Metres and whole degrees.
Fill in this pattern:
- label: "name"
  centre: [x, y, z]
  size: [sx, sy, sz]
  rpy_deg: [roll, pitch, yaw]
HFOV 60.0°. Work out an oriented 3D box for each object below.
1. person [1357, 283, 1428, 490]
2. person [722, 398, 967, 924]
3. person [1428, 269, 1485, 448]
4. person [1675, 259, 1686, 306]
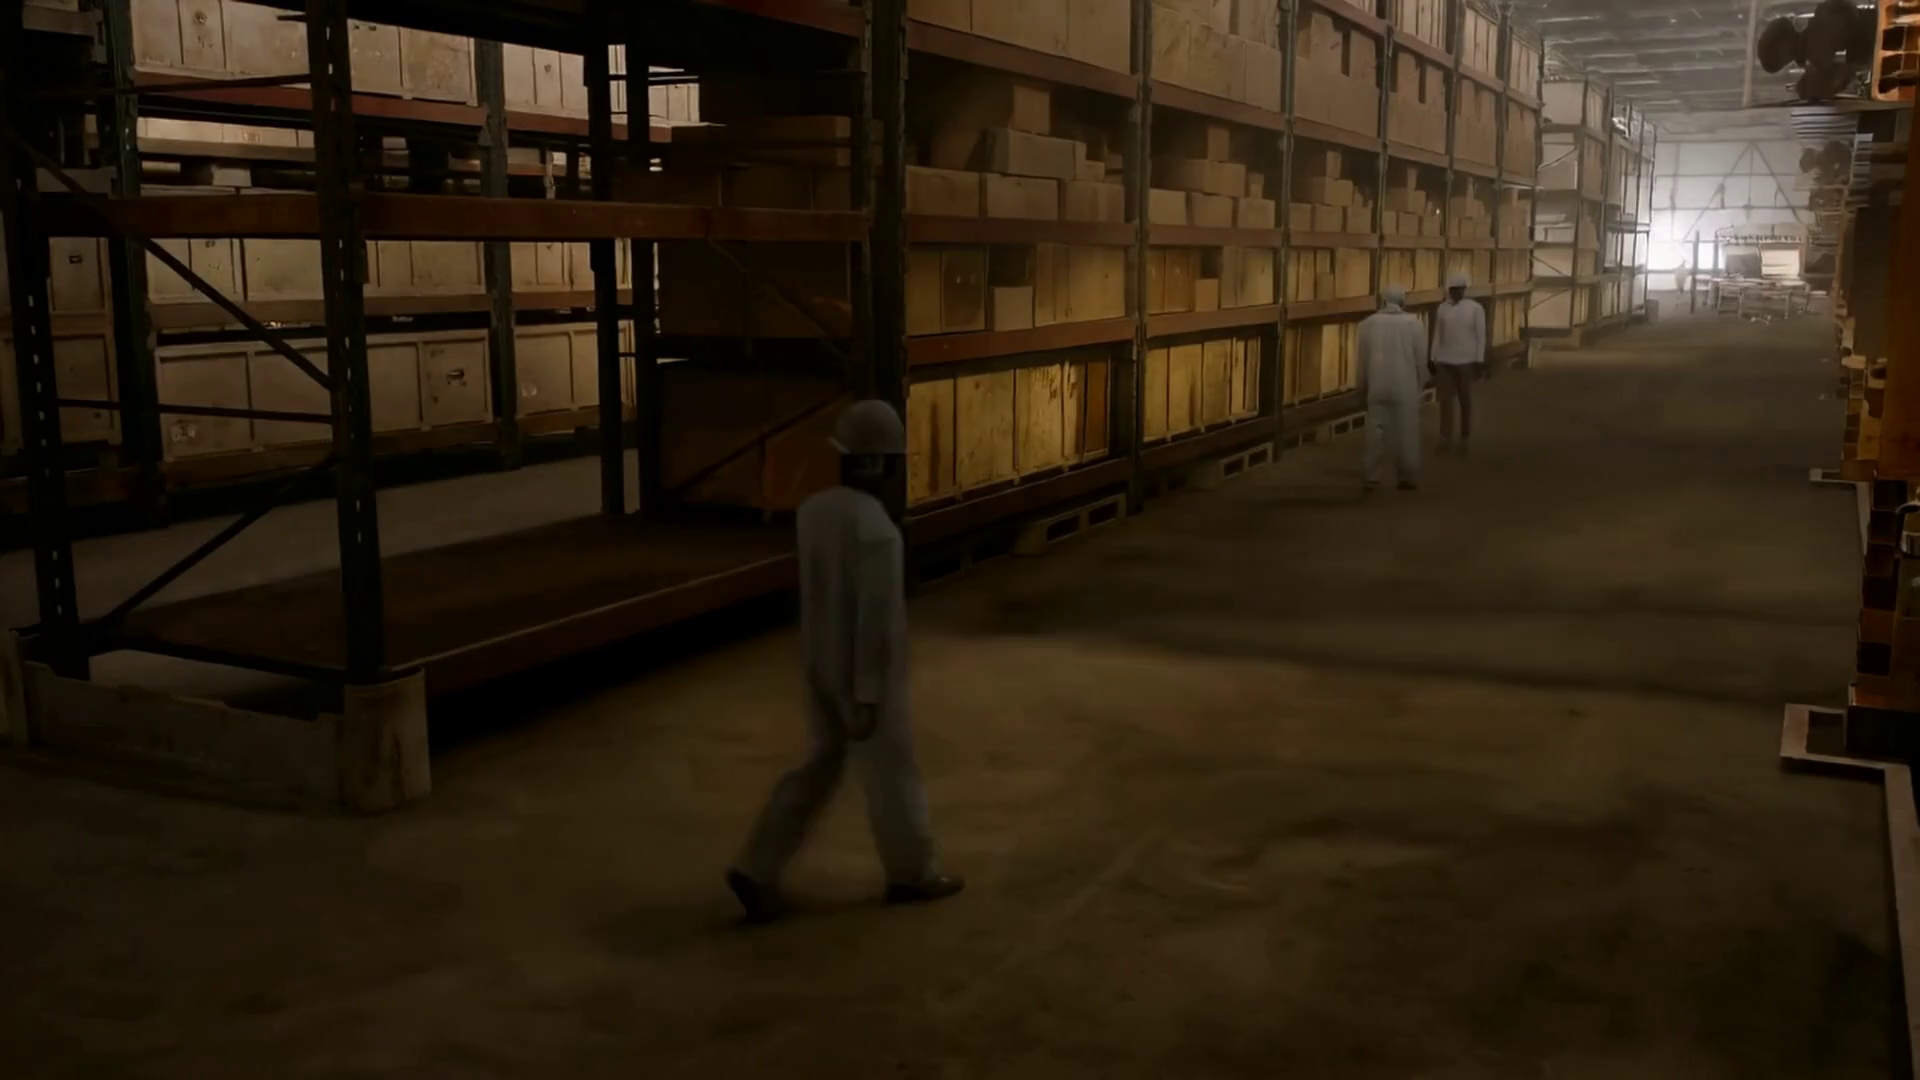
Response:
- label: "person"
  centre: [3.987, -1.409, 15.327]
  size: [0.642, 1.907, 0.410]
  rpy_deg: [6, 11, 31]
- label: "person"
  centre: [-0.389, 0.399, 5.388]
  size: [0.824, 1.725, 0.557]
  rpy_deg: [-7, 12, -37]
- label: "person"
  centre: [5.578, -2.037, 18.712]
  size: [0.393, 1.994, 0.619]
  rpy_deg: [-9, 13, -41]
- label: "person"
  centre: [29.399, -10.484, 67.772]
  size: [0.373, 1.937, 0.630]
  rpy_deg: [0, 10, 0]
